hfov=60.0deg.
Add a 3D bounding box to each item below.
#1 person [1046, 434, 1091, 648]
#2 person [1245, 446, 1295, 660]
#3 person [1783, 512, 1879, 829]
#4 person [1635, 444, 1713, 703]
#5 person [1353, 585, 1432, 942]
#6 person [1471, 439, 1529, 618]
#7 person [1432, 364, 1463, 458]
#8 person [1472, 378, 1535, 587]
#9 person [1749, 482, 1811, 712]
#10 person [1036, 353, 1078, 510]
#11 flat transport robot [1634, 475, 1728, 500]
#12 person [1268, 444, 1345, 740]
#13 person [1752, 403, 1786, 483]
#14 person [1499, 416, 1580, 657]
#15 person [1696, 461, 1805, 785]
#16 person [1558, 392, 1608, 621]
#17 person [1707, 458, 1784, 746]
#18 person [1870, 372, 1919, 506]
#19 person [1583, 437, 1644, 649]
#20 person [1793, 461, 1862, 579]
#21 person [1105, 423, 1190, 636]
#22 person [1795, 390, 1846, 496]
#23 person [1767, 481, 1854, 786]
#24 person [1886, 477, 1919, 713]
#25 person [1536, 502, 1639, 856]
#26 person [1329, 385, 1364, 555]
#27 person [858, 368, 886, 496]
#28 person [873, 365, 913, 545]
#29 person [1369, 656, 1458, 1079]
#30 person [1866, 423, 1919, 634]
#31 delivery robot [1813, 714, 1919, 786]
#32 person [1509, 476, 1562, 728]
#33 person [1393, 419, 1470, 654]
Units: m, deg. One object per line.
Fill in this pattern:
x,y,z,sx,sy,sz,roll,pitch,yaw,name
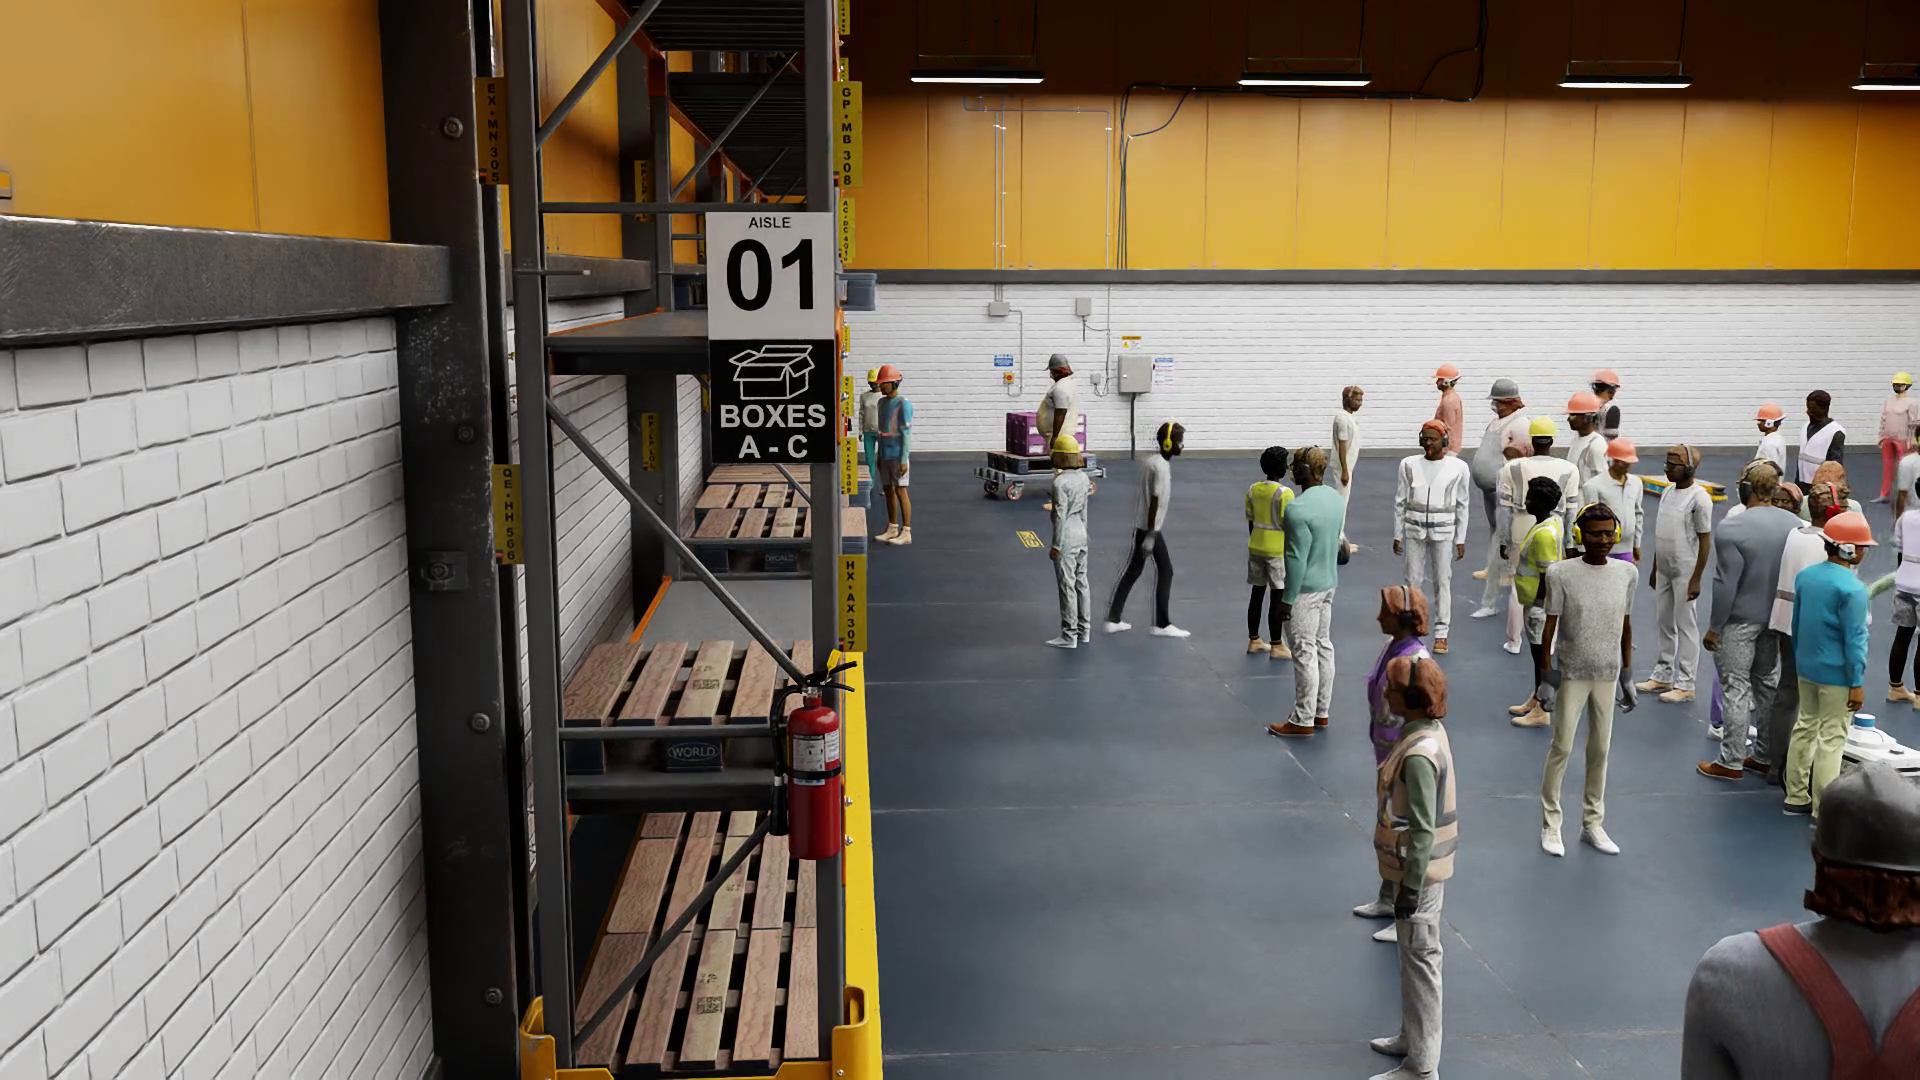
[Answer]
0.872,0.006,13.609,0.324,1.742,0.492,6,11,33,person
2.470,0.100,13.164,0.318,1.697,0.535,-5,11,-31,person
4.806,0.711,9.147,0.337,1.749,0.574,-1,9,-4,person
5.106,0.234,11.858,0.336,1.845,0.514,-2,9,-13,person
2.018,1.013,7.605,0.315,1.641,0.515,0,9,1,person
4.963,-0.104,14.709,0.744,1.608,0.514,-5,10,-30,person
5.734,-1.081,19.648,0.378,1.995,0.609,3,10,21,person
5.286,-0.569,16.292,0.536,2.000,0.688,-1,9,-5,person
5.580,0.416,11.360,0.512,1.641,0.307,7,11,38,person
1.250,-1.409,21.563,0.538,2.000,0.683,2,9,15,person
9.840,-0.724,22.799,0.652,0.197,1.431,-1,9,-5,flat transport robot
2.278,0.338,10.919,0.372,1.940,0.631,7,11,36,person
8.108,-0.500,16.752,0.336,1.749,0.575,5,10,30,person
4.604,-0.027,13.274,0.586,1.920,0.397,3,9,15,person
4.720,0.492,9.944,0.636,1.938,0.358,-3,10,-21,person
5.331,-0.255,14.308,0.393,2.041,0.613,0,9,2,person
5.119,0.394,10.801,0.323,1.863,0.532,9,13,44,person
12.343,-1.331,21.925,0.304,1.772,0.525,-3,10,-20,person
5.286,0.035,13.440,0.573,1.741,0.355,-3,10,-20,person
6.566,0.211,12.669,0.507,1.631,0.266,7,11,36,person
1.561,-0.081,13.990,0.699,1.817,0.532,-1,9,-5,person
8.455,-0.524,16.410,0.392,1.914,0.587,-1,9,-7,person
4.956,0.575,9.711,0.396,1.847,0.565,-1,9,-9,person
6.722,0.351,11.591,0.318,1.697,0.535,-1,9,-8,person
3.291,0.725,8.699,0.536,1.869,0.314,-1,9,-4,person
4.216,-0.769,18.175,0.343,1.840,0.507,3,9,16,person
-1.169,-1.490,22.966,0.524,1.761,0.340,4,10,25,person
-0.776,-0.953,18.734,0.409,2.035,0.609,-6,11,-35,person
1.694,1.236,6.216,0.310,1.638,0.523,3,9,16,person
8.029,-0.113,14.064,0.521,1.851,0.680,-5,11,-31,person
5.084,1.226,9.378,0.477,0.478,0.707,-2,9,-11,delivery robot
3.891,0.413,11.201,0.316,1.696,0.541,3,9,17,person
3.779,-0.029,13.391,0.584,1.882,0.347,4,10,26,person
